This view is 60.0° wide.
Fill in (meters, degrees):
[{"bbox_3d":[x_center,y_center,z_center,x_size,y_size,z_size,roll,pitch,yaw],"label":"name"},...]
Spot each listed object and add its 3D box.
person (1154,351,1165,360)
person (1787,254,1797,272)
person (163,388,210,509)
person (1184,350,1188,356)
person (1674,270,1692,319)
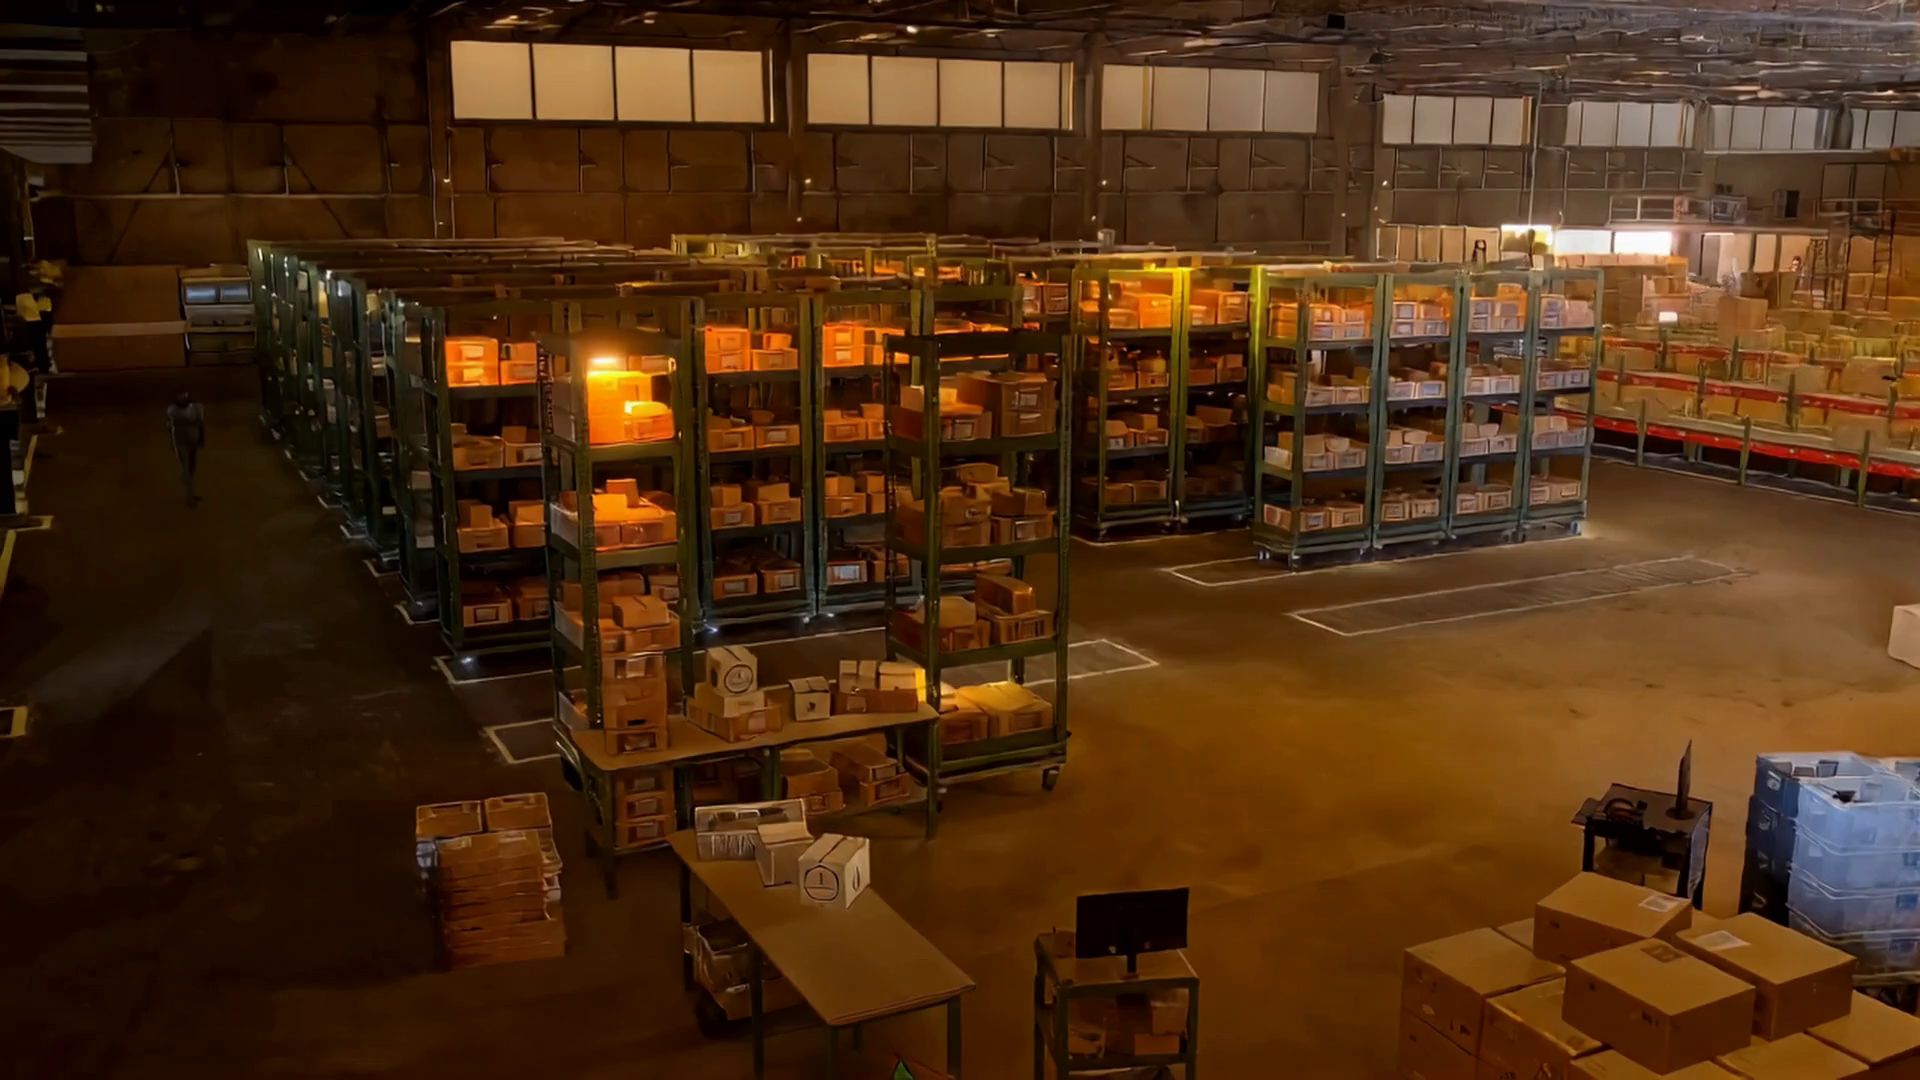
[{"bbox_3d":[4.043,-3.277,33.360,0.599,1.810,0.712,-3,12,-14],"label":"person"},{"bbox_3d":[34.428,-10.909,68.881,0.356,1.885,0.574,9,15,37],"label":"person"},{"bbox_3d":[-11.491,-1.389,24.659,0.890,1.774,0.593,10,16,39],"label":"person"},{"bbox_3d":[6.019,-5.875,45.381,0.638,1.868,0.938,5,13,20],"label":"person"},{"bbox_3d":[23.176,-7.638,53.266,0.829,2.013,0.618,12,17,43],"label":"person"}]
